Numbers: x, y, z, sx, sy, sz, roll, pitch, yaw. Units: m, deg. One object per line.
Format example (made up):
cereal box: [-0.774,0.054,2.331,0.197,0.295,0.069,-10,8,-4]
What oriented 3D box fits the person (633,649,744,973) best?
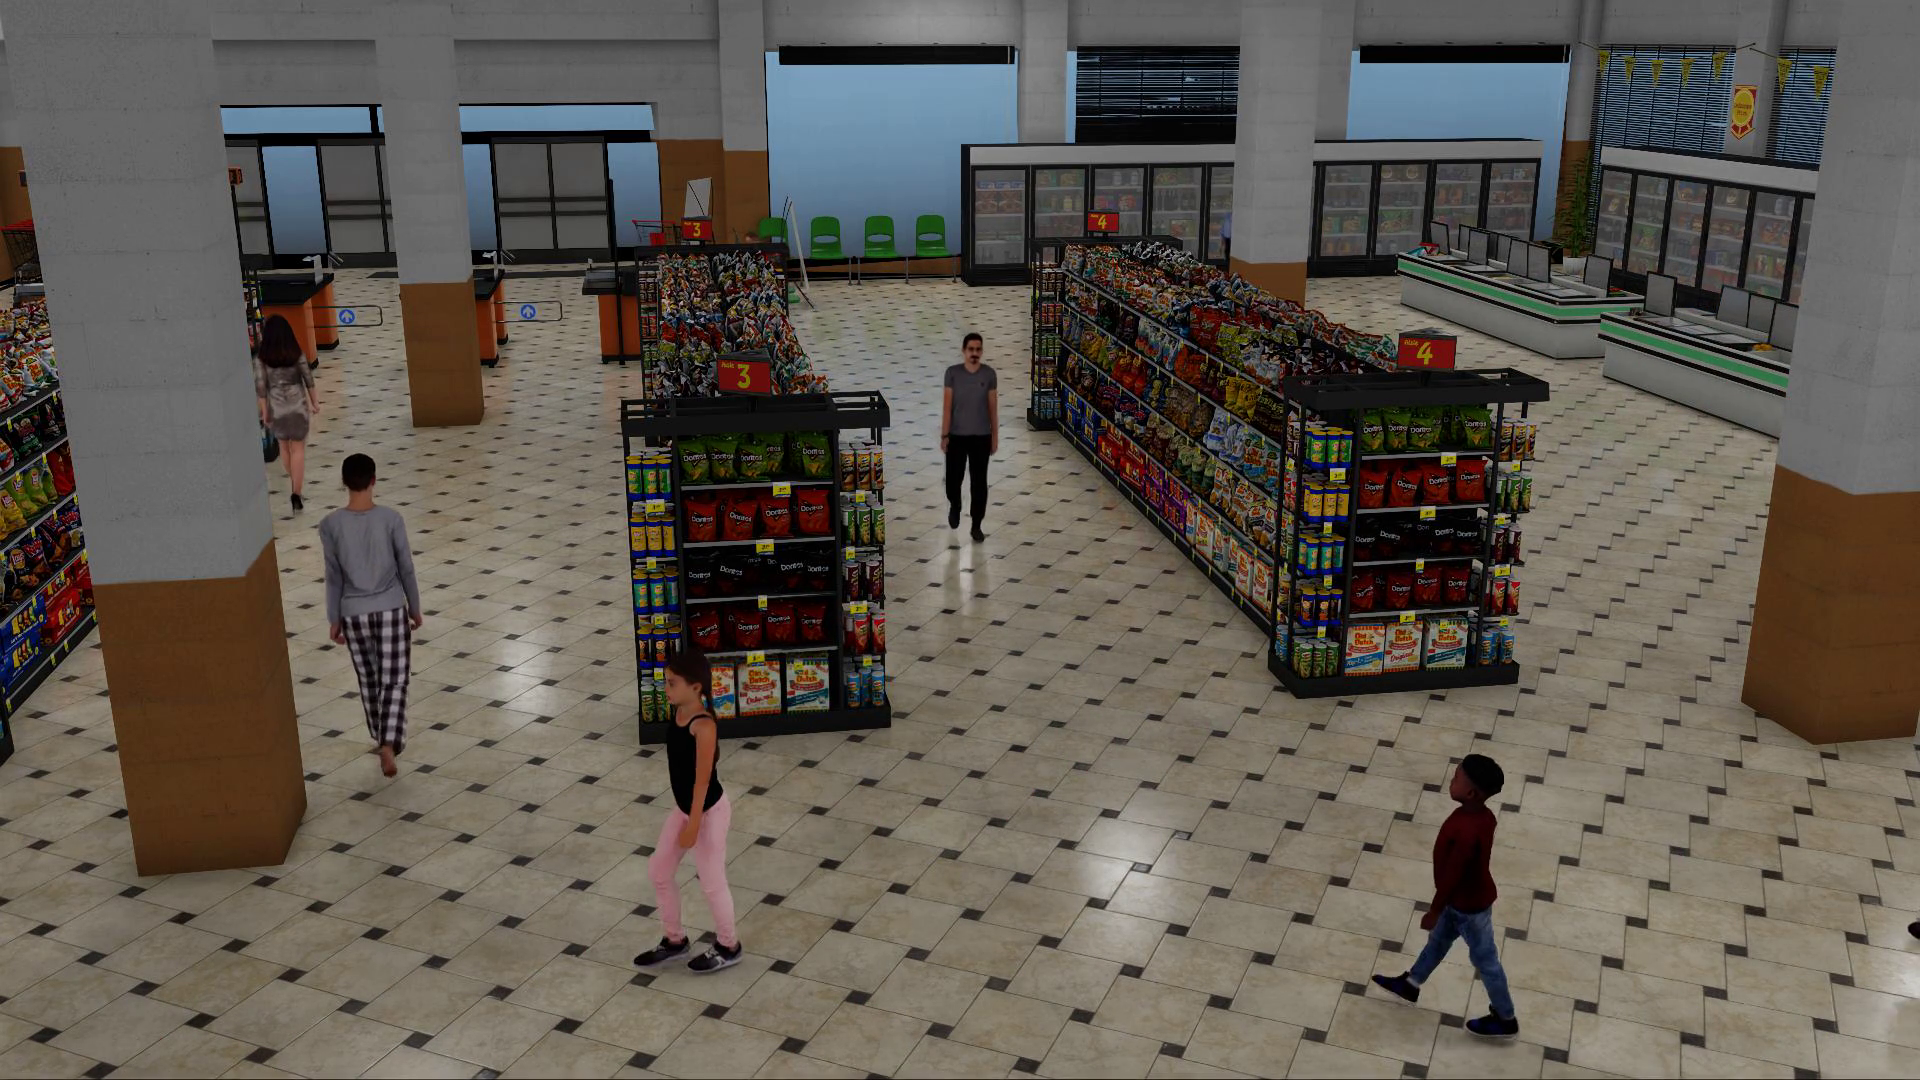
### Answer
person: [-1.098,1.198,7.385,0.738,1.551,0.728,-9,19,-28]

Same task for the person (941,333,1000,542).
person: [0.067,-0.878,13.893,0.670,1.742,0.752,-1,17,-4]

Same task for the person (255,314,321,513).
person: [-5.900,-1.076,14.620,0.654,1.699,1.054,-4,17,-13]

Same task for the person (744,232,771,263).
person: [-2.581,-3.078,21.231,0.899,1.688,1.065,6,18,19]

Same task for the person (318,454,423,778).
person: [-3.309,0.457,9.371,0.702,1.815,1.107,-4,17,-12]

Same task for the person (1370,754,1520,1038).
person: [2.173,1.559,6.937,0.861,1.121,0.873,8,18,24]
